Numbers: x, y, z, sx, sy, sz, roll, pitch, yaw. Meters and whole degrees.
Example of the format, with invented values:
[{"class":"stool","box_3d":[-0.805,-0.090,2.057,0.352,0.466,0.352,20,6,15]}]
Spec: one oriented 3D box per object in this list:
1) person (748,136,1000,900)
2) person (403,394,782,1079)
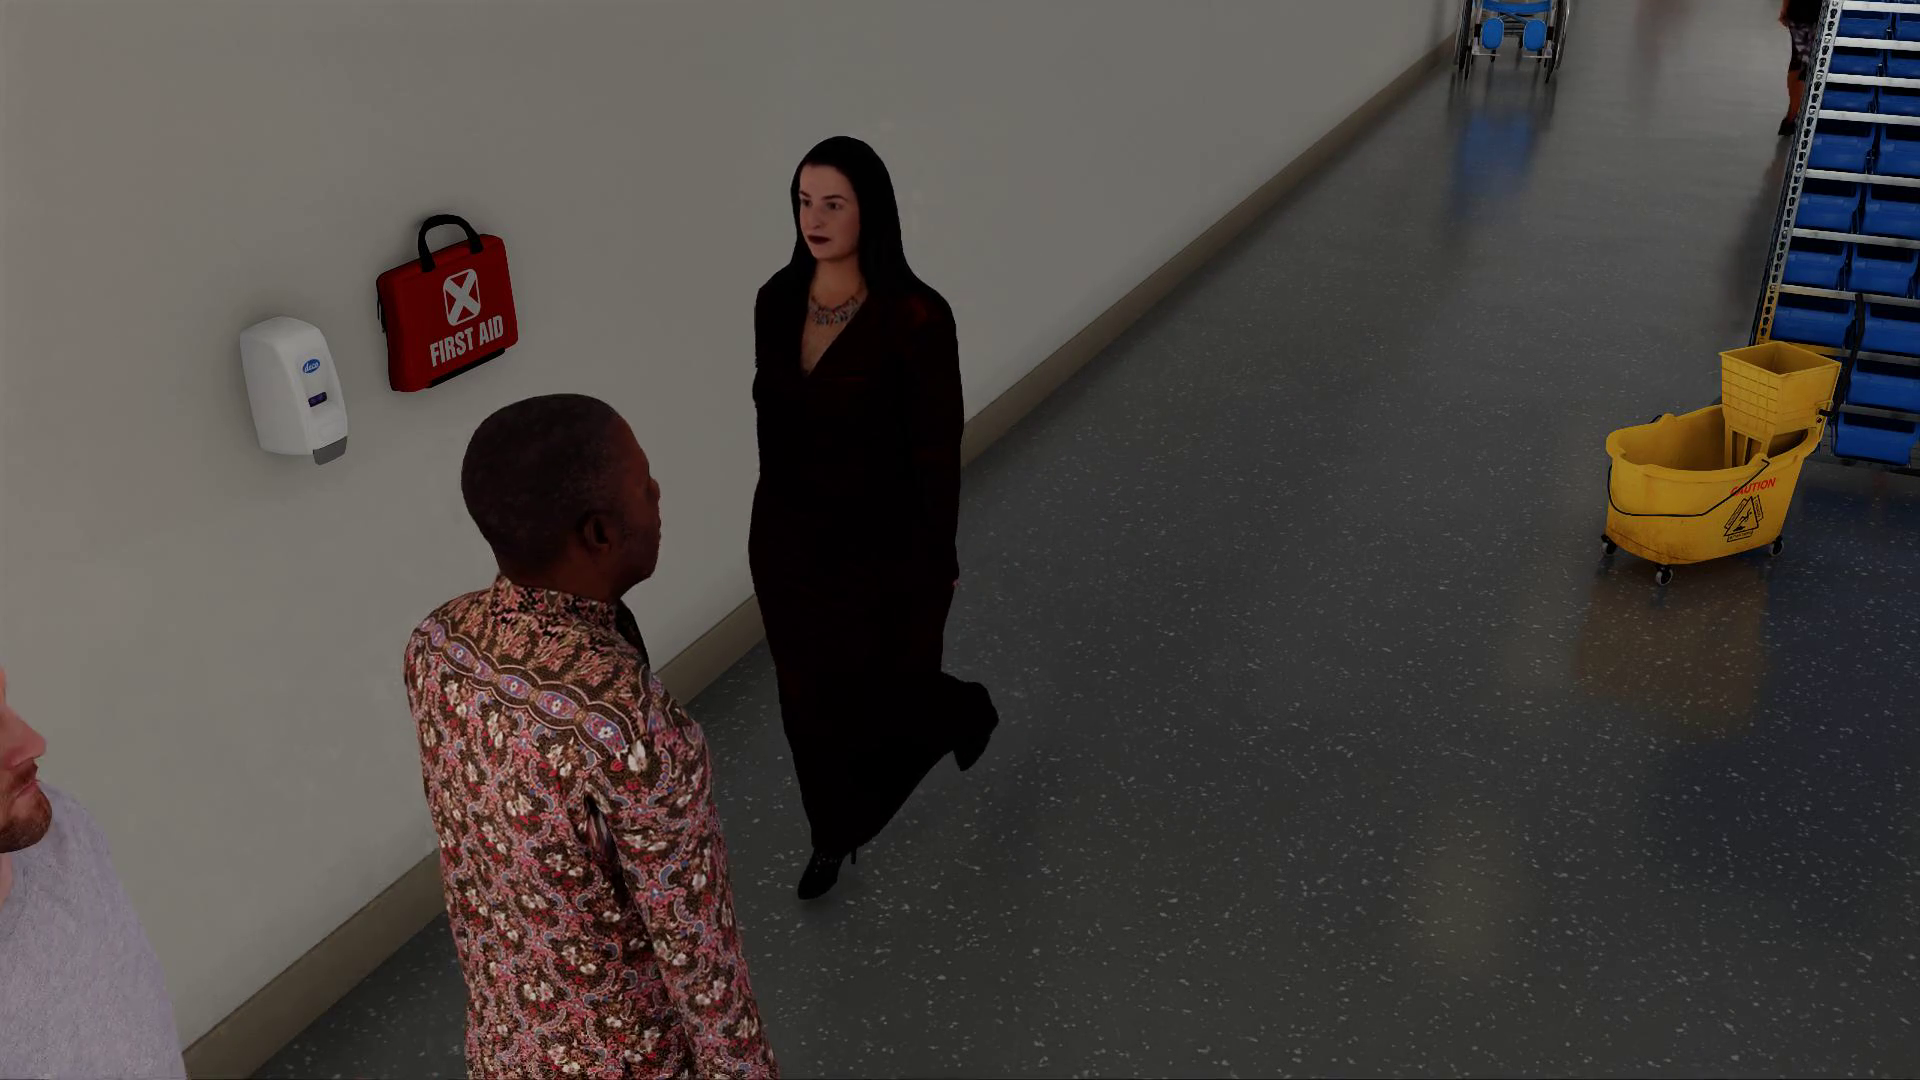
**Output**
[{"class":"person","box_3d":[-0.185,-0.023,3.701,0.822,1.744,0.779,16,30,29]},{"class":"person","box_3d":[-0.512,0.702,2.134,1.026,1.798,1.144,-22,33,-37]}]
